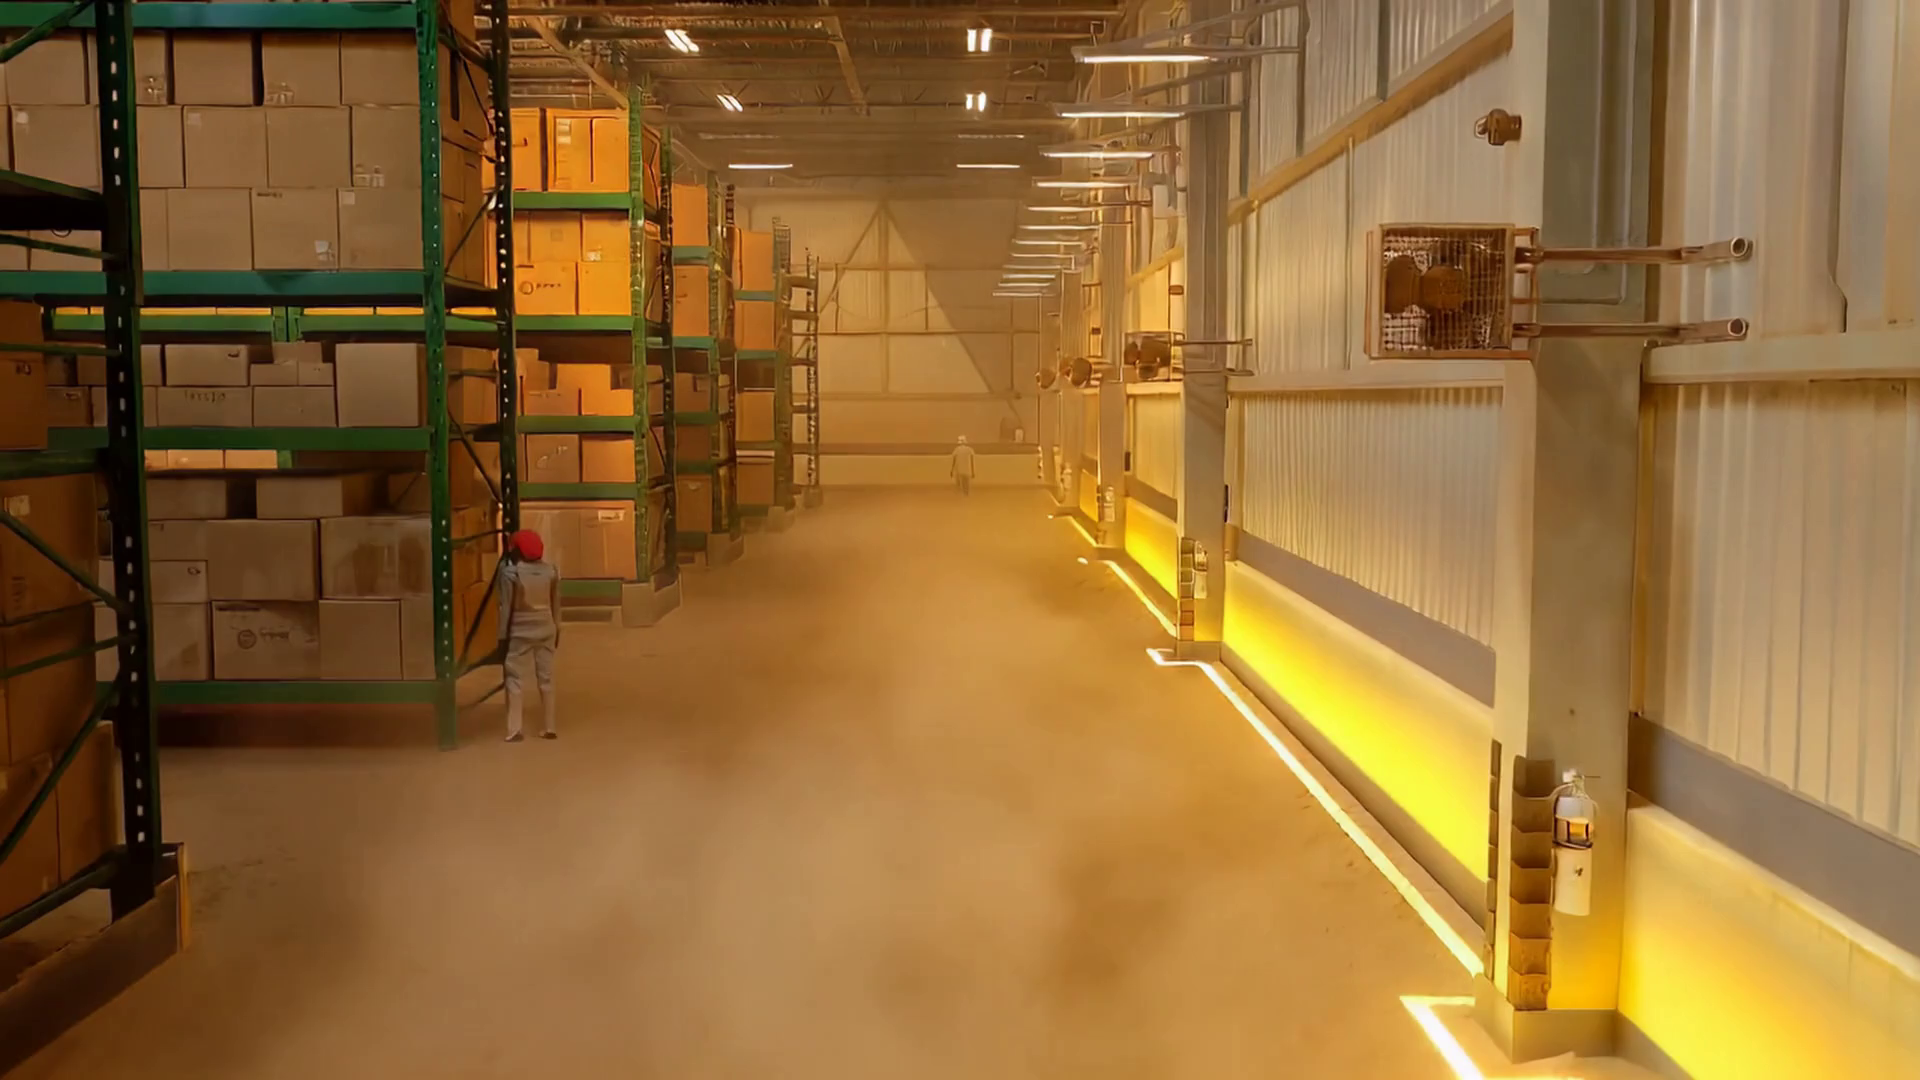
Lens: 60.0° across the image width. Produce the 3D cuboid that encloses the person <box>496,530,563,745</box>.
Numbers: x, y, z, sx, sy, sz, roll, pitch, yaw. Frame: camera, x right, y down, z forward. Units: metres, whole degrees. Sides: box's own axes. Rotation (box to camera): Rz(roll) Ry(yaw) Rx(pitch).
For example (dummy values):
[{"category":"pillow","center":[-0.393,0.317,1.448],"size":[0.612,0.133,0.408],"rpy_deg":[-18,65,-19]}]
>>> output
[{"category":"person","center":[-3.233,0.737,12.555],"size":[0.528,1.629,0.317],"rpy_deg":[-4,6,-39]}]

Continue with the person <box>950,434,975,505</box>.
[{"category":"person","center":[0.034,-1.715,40.464],"size":[0.588,1.730,0.571],"rpy_deg":[-2,5,-19]}]
